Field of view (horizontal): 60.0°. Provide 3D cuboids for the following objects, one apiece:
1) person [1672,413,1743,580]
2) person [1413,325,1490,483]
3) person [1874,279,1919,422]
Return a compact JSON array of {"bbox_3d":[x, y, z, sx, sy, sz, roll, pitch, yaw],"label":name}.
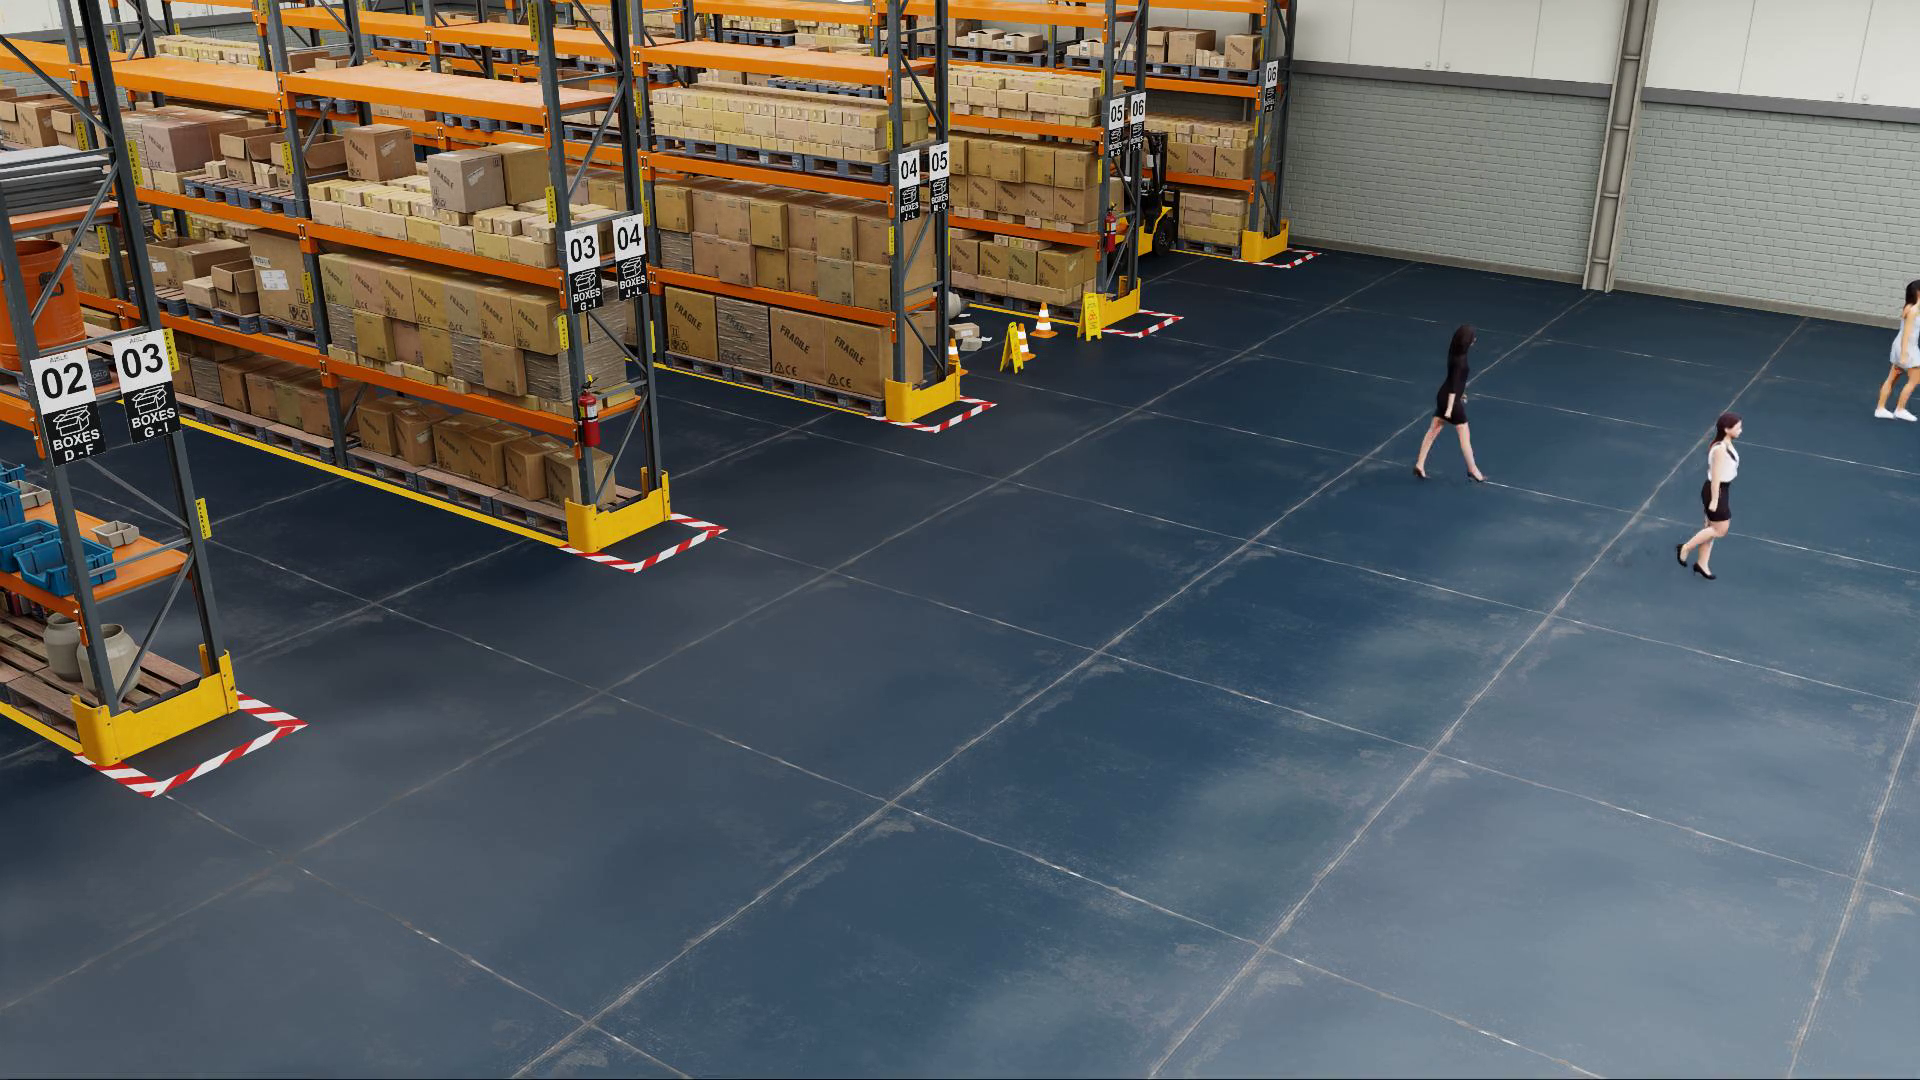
[{"bbox_3d":[7.024,-0.412,15.648,0.702,1.641,0.612,12,26,25],"label":"person"},{"bbox_3d":[5.180,-1.443,17.908,1.118,1.769,0.952,1,23,2],"label":"person"},{"bbox_3d":[11.237,-2.285,19.952,0.723,1.720,0.663,10,25,23],"label":"person"}]
